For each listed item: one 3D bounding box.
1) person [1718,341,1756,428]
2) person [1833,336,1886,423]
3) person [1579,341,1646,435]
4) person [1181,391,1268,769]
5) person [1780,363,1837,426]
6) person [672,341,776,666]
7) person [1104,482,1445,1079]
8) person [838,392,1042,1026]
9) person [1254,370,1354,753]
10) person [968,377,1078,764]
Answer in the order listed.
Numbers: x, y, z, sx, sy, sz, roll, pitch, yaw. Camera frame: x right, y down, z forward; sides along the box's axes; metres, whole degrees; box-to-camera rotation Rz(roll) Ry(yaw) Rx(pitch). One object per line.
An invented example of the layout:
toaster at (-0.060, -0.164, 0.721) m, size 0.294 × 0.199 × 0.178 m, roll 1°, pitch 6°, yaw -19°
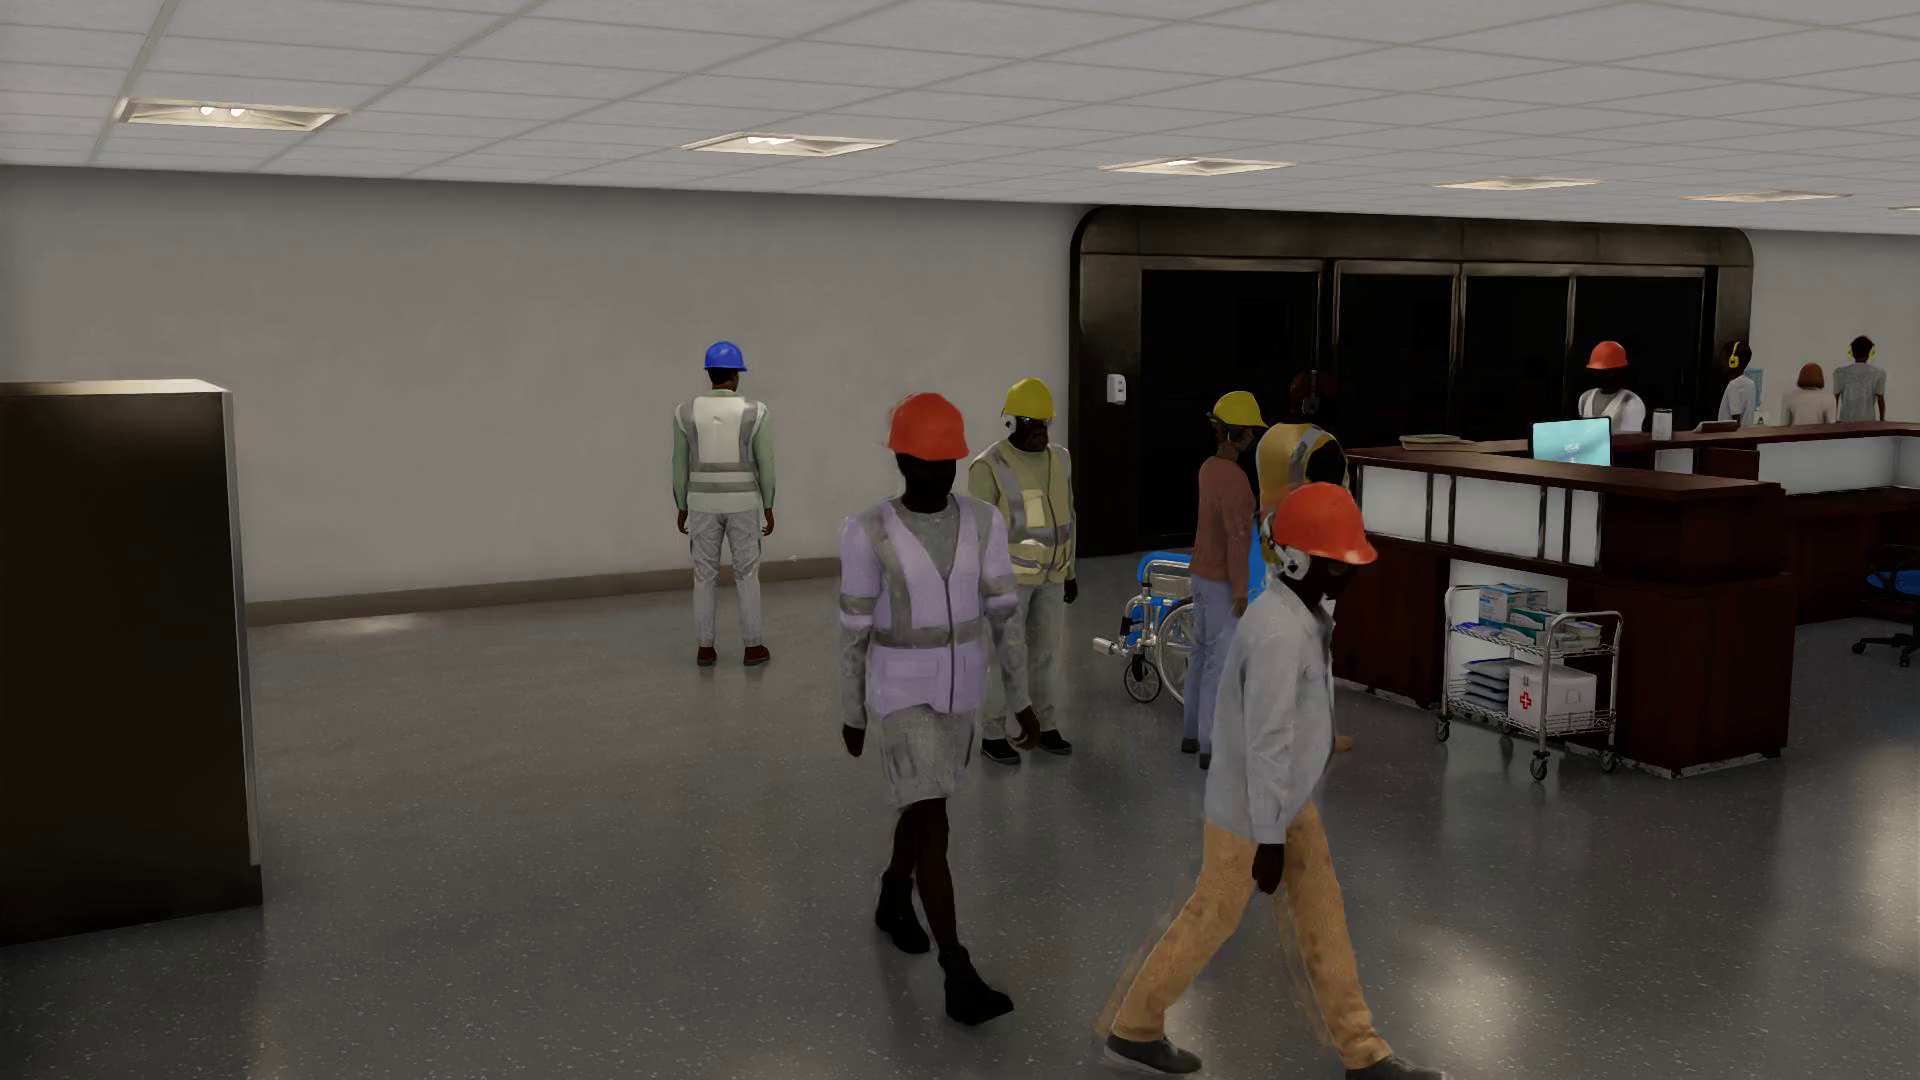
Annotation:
person at (6.505, -0.739, 14.036) m, size 0.318 × 1.870 × 0.531 m, roll 6°, pitch 10°, yaw 36°
person at (9.294, -1.175, 17.248) m, size 0.584 × 1.865 × 0.343 m, roll 5°, pitch 9°, yaw 31°
person at (4.460, -0.421, 11.561) m, size 0.408 × 1.918 × 0.565 m, roll -4°, pitch 9°, yaw -26°
person at (1.252, 0.183, 7.785) m, size 0.349 × 1.758 × 0.522 m, roll -1°, pitch 8°, yaw -8°
person at (8.277, -0.914, 16.273) m, size 0.507 × 1.643 × 0.484 m, roll 6°, pitch 10°, yaw 39°
person at (-1.405, -0.212, 9.954) m, size 0.615 × 1.943 × 0.399 m, roll 0°, pitch 8°, yaw 1°
person at (0.828, 0.674, 4.470) m, size 0.915 × 1.685 × 0.614 m, roll 3°, pitch 8°, yaw 21°
person at (-0.091, 0.479, 5.197) m, size 0.552 × 1.882 × 1.016 m, roll -5°, pitch 9°, yaw -30°
person at (1.674, 0.103, 8.071) m, size 0.430 × 1.841 × 0.624 m, roll -3°, pitch 8°, yaw -20°
person at (0.318, 0.146, 7.833) m, size 0.594 × 1.820 × 0.404 m, roll -6°, pitch 10°, yaw -37°
